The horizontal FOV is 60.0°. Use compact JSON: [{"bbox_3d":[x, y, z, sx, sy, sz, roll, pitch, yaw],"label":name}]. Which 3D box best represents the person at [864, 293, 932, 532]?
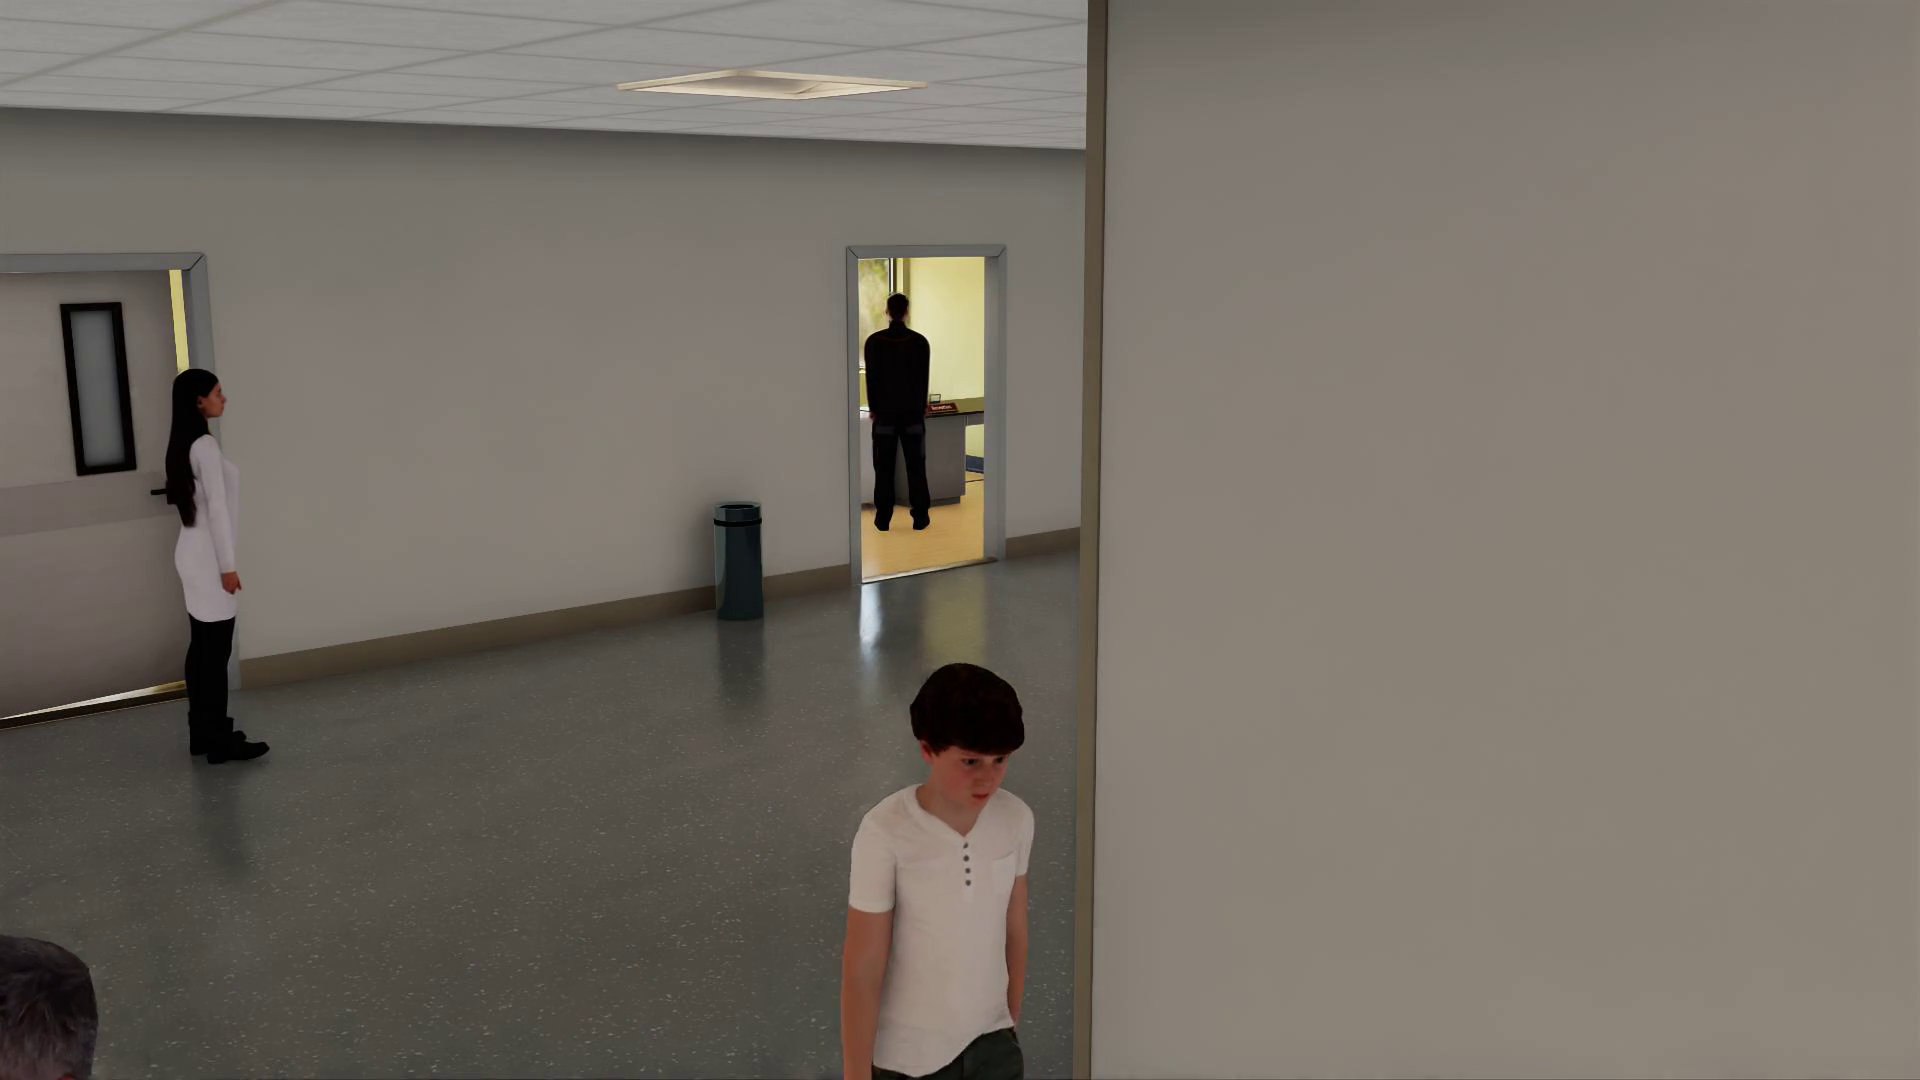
[{"bbox_3d":[-0.494,-1.043,13.470,0.747,1.915,0.838,0,11,-2],"label":"person"}]

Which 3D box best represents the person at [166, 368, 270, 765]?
[{"bbox_3d":[-3.470,0.116,7.654,0.493,1.807,0.598,-9,14,-40],"label":"person"}]

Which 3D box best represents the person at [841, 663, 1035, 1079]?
[{"bbox_3d":[-0.093,1.026,3.367,1.148,1.617,0.867,-5,12,-24],"label":"person"}]
